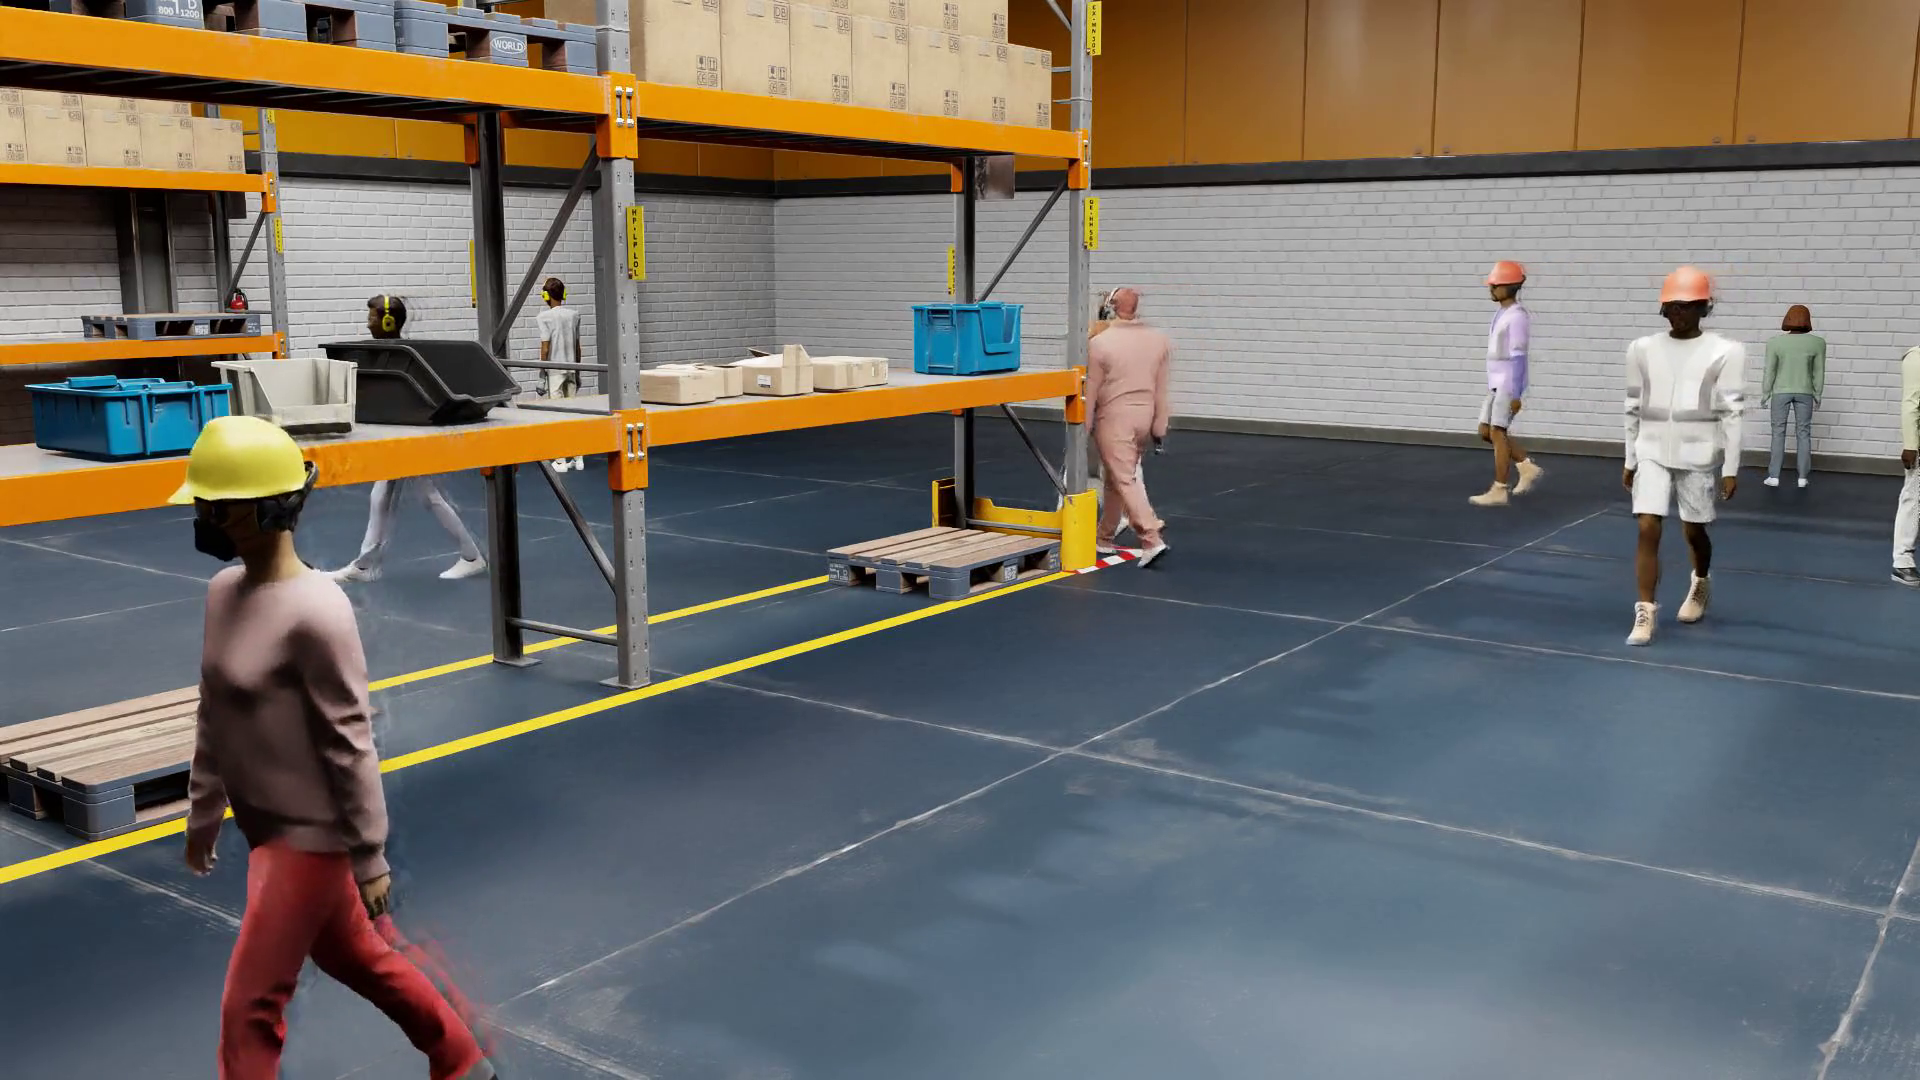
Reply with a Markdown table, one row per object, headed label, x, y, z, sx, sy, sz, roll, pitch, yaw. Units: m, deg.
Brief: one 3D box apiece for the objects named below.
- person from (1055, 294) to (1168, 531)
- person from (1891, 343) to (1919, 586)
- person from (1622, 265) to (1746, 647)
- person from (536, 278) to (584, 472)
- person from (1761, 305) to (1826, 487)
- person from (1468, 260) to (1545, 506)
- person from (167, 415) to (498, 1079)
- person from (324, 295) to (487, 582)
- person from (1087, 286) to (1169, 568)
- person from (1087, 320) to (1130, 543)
| label | x | y | z | sx | sy | sz | roll | pitch | yaw |
| --- | --- | --- | --- | --- | --- | --- | --- | --- | --- |
| person | 1.099 | -0.955 | 12.494 | 0.619 | 1.792 | 0.983 | -8 | 13 | -40 |
| person | 6.136 | -0.627 | 10.389 | 0.594 | 1.832 | 0.403 | -3 | 10 | -19 |
| person | 3.892 | -0.471 | 8.960 | 0.618 | 2.011 | 0.985 | 7 | 12 | 36 |
| person | -3.852 | -1.578 | 15.967 | 0.333 | 1.865 | 0.520 | 7 | 12 | 37 |
| person | 7.460 | -1.288 | 14.917 | 0.503 | 1.632 | 0.274 | 3 | 10 | 17 |
| person | 4.518 | -1.277 | 13.677 | 0.543 | 2.028 | 0.637 | 1 | 10 | 5 |
| person | -1.385 | 0.590 | 3.507 | 0.925 | 1.728 | 0.539 | -9 | 13 | -43 |
| person | -3.485 | -0.623 | 10.442 | 0.993 | 1.821 | 0.524 | -2 | 10 | -12 |
| person | 1.108 | -0.763 | 11.120 | 0.653 | 1.868 | 0.978 | -6 | 11 | -34 |
| person | 1.042 | -0.737 | 11.724 | 0.501 | 1.623 | 0.485 | -8 | 12 | -39 |
